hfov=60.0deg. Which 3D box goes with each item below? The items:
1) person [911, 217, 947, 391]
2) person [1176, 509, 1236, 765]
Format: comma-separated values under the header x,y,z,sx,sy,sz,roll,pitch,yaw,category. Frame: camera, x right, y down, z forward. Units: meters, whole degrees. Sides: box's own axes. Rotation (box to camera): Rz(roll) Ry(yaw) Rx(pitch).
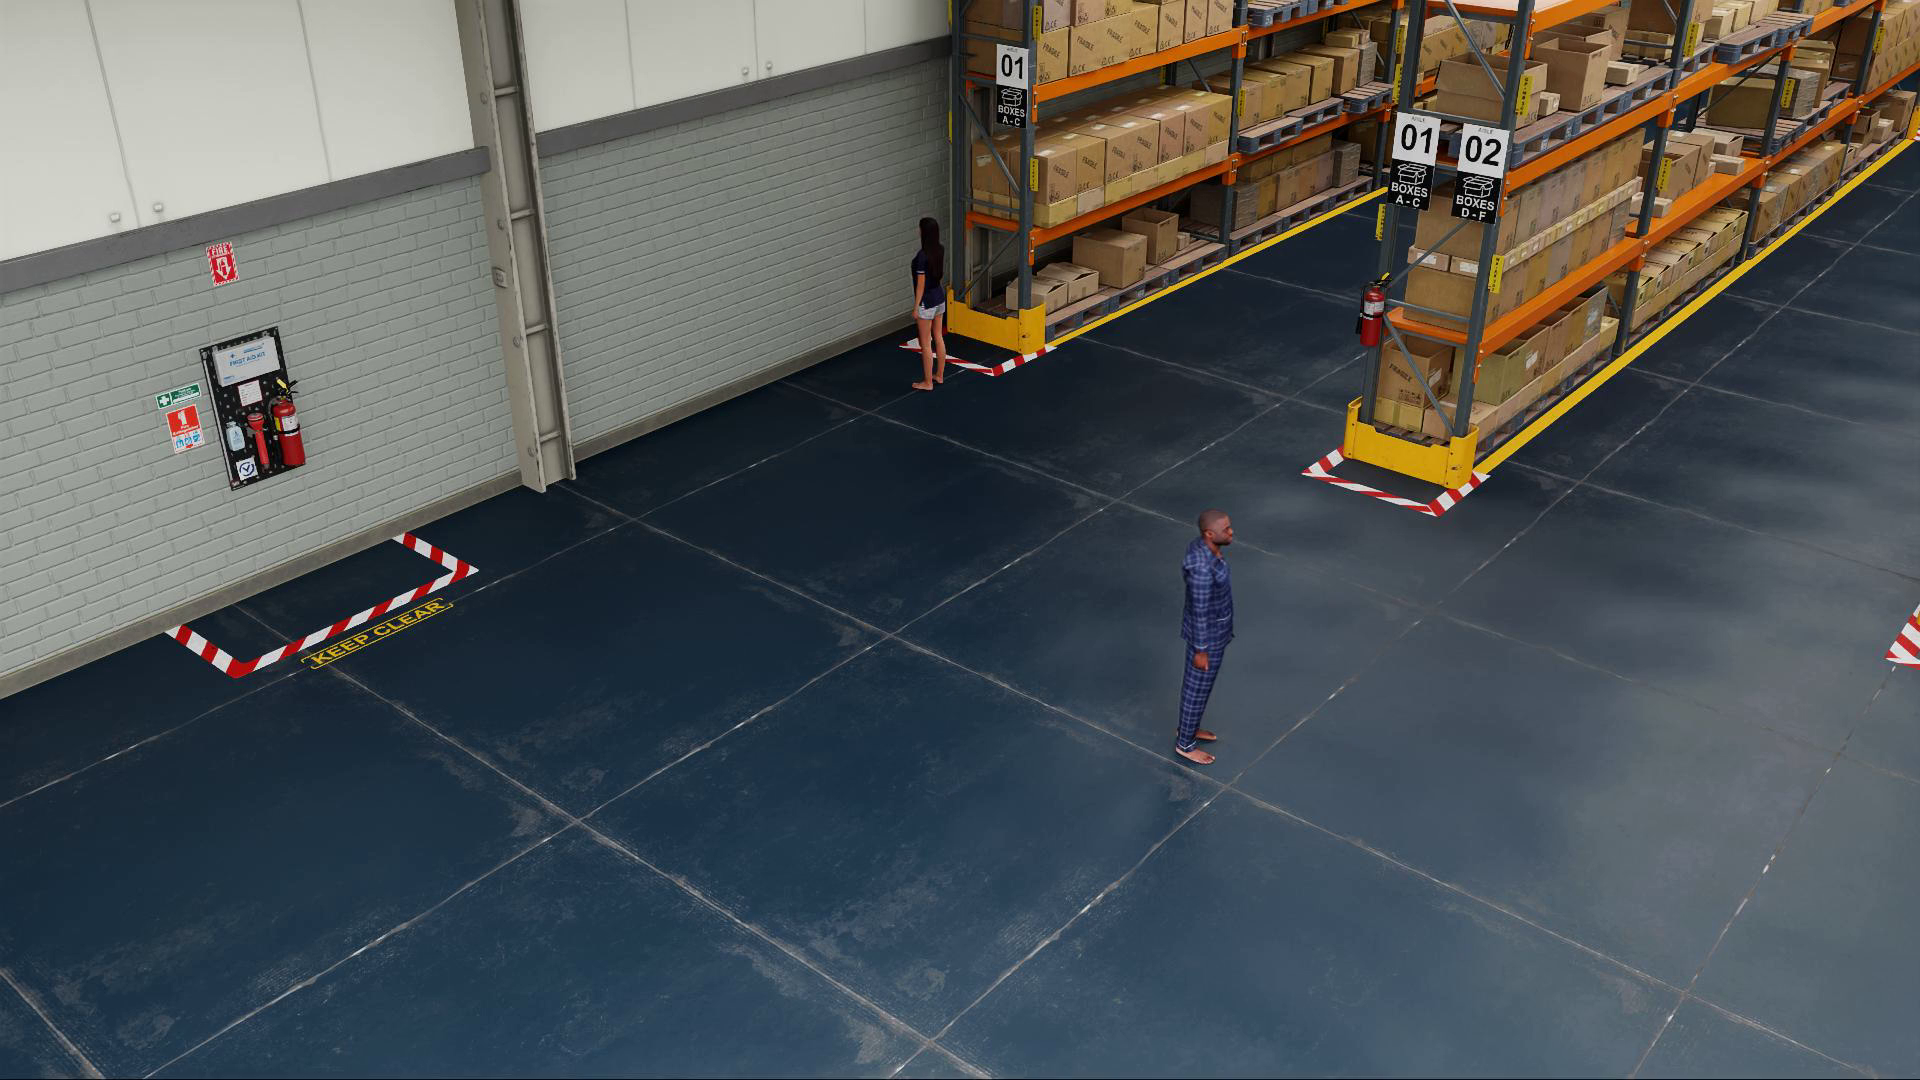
x,y,z,sx,sy,sz,roll,pitch,yaw,category
-0.300,-2.364,16.632,0.640,1.767,0.473,18,33,31,person
1.615,0.604,10.998,0.840,1.824,0.722,5,28,10,person
